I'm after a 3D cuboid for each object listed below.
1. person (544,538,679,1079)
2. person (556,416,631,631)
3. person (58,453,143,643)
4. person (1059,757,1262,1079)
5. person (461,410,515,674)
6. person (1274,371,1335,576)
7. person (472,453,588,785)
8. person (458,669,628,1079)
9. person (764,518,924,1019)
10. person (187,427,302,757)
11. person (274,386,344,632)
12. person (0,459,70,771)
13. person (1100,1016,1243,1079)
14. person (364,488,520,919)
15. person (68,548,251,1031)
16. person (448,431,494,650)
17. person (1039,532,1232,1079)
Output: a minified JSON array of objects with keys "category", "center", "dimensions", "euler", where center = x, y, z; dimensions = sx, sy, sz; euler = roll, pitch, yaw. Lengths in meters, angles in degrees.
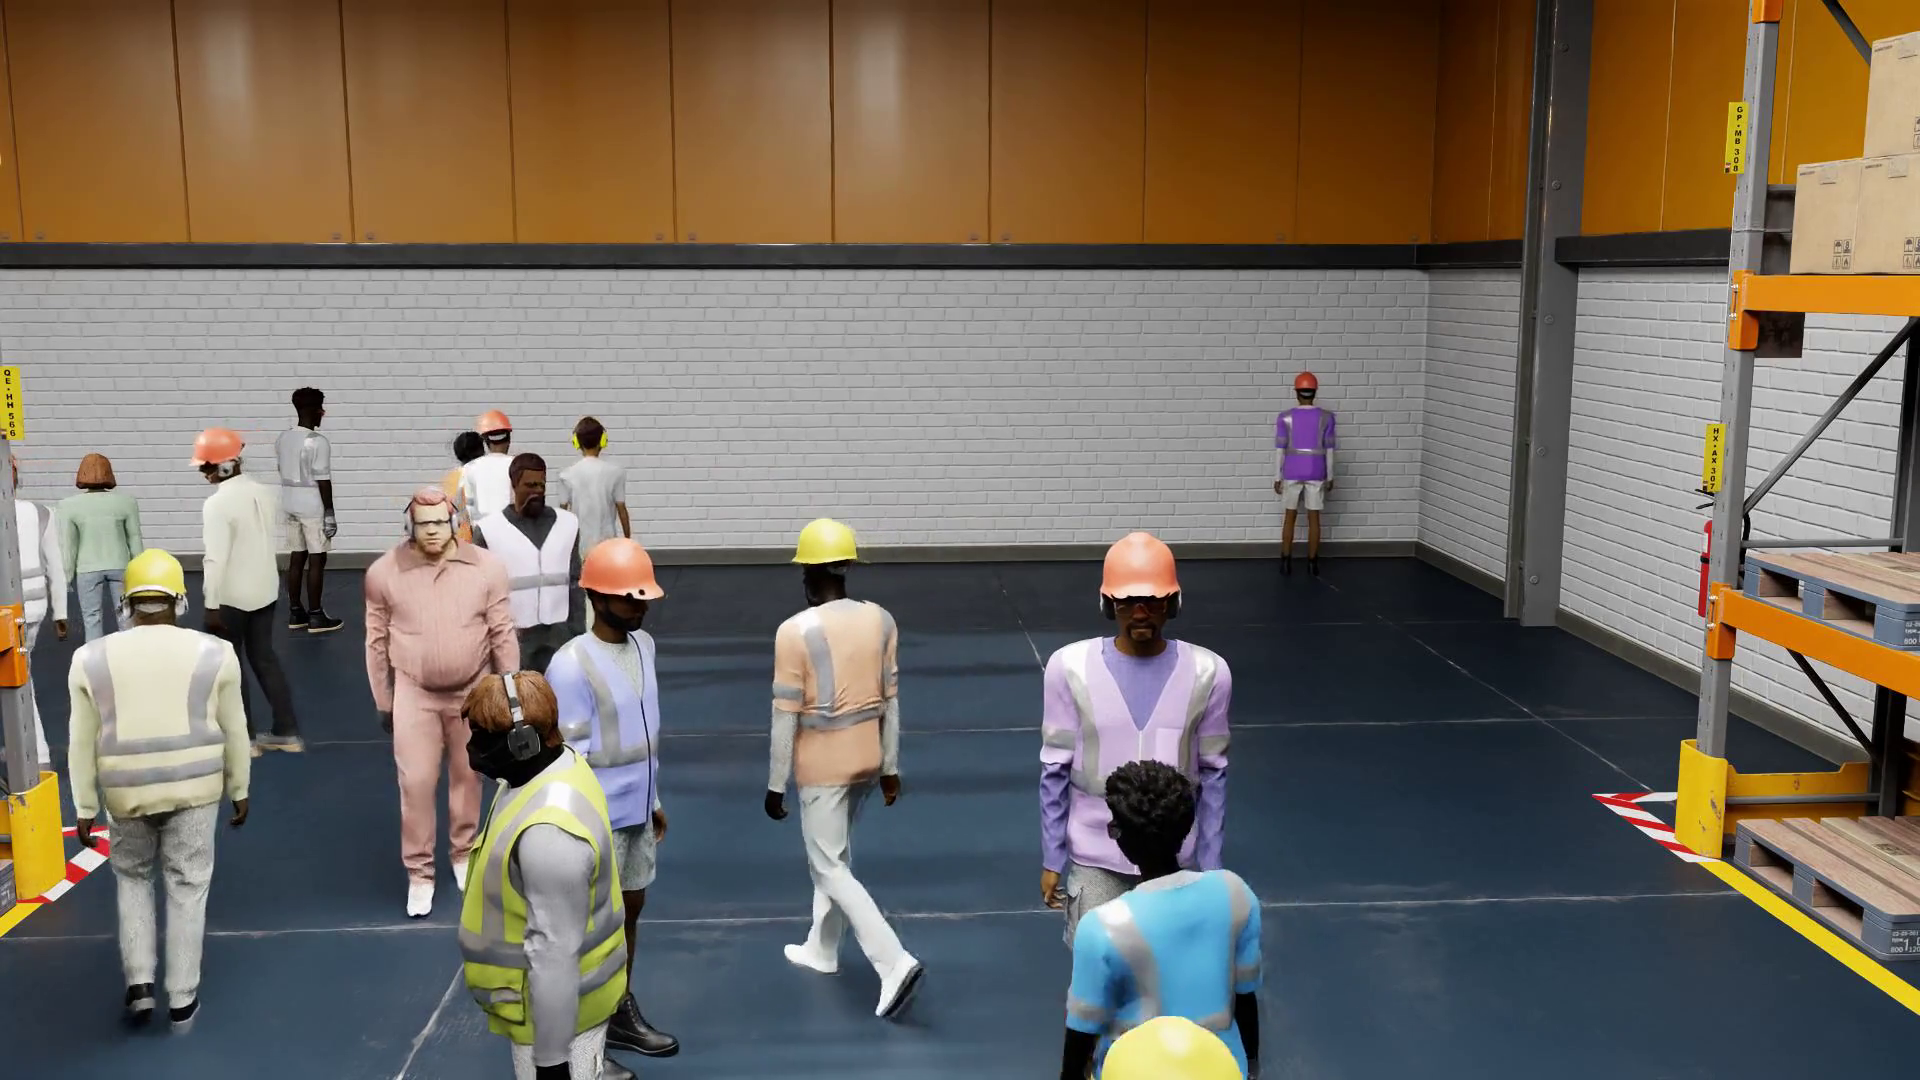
[{"category":"person","center":[-1.192,0.947,5.845],"dimensions":[0.378,1.932,0.551],"euler":[4,10,21]},{"category":"person","center":[-2.561,0.071,11.601],"dimensions":[0.543,1.852,0.628],"euler":[1,9,5]},{"category":"person","center":[-5.827,0.225,11.318],"dimensions":[0.507,1.631,0.266],"euler":[-6,11,-32]},{"category":"person","center":[0.463,1.352,4.174],"dimensions":[0.544,1.639,0.895],"euler":[-6,11,-32]},{"category":"person","center":[-3.171,0.043,11.655],"dimensions":[0.568,1.894,0.614],"euler":[1,9,6]},{"category":"person","center":[3.243,-0.622,15.709],"dimensions":[0.556,1.933,0.376],"euler":[2,9,13]},{"category":"person","center":[-2.309,0.469,8.943],"dimensions":[0.594,1.904,0.512],"euler":[-8,12,-40]},{"category":"person","center":[-1.100,1.232,4.419],"dimensions":[0.430,1.830,0.618],"euler":[-2,9,-14]},{"category":"person","center":[-0.424,0.871,6.463],"dimensions":[0.843,1.900,0.599],"euler":[7,12,39]},{"category":"person","center":[-4.206,0.319,9.676],"dimensions":[0.465,1.961,0.678],"euler":[2,9,9]},{"category":"person","center":[-5.187,-0.244,13.260],"dimensions":[0.607,1.958,0.379],"euler":[6,11,33]},{"category":"person","center":[-5.421,0.423,9.385],"dimensions":[0.732,1.858,0.572],"euler":[4,10,26]},{"category":"person","center":[0.274,1.564,2.424],"dimensions":[0.609,1.784,0.933],"euler":[-1,9,-9]},{"category":"person","center":[-2.291,0.718,7.444],"dimensions":[0.654,1.887,0.753],"euler":[-4,10,-23]},{"category":"person","center":[-2.997,0.937,6.281],"dimensions":[0.611,1.809,0.454],"euler":[-3,10,-20]},{"category":"person","center":[-3.682,0.024,12.393],"dimensions":[0.433,1.679,0.542],"euler":[-6,11,-34]},{"category":"person","center":[0.553,0.984,5.267],"dimensions":[0.605,2.045,0.379],"euler":[0,9,0]}]
